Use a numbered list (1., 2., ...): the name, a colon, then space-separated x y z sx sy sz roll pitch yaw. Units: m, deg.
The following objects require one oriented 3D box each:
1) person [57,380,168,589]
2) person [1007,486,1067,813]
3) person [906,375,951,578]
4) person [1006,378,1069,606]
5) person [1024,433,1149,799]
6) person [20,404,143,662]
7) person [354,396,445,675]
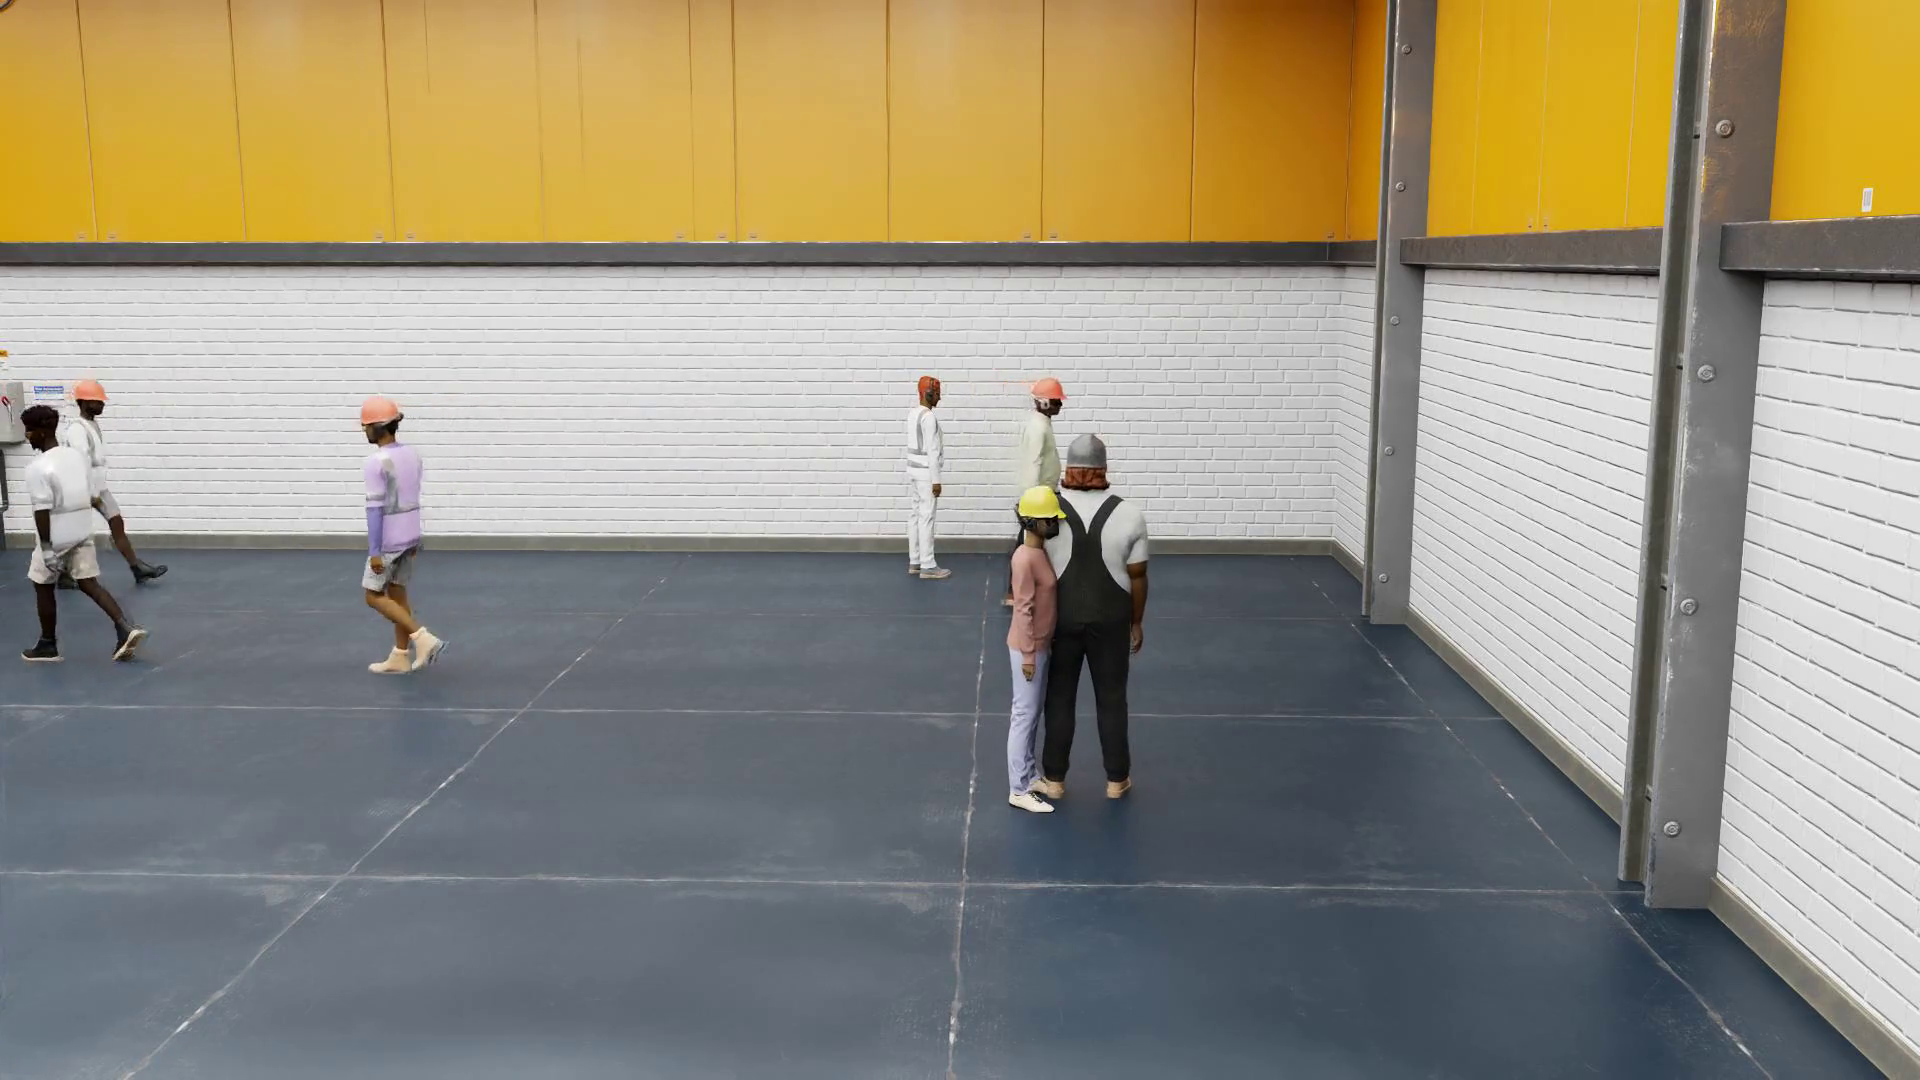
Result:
1. person: -7.723 -0.488 14.947 0.959 1.887 0.574 -1 10 -8
2. person: 0.420 0.582 9.038 0.311 1.768 0.531 2 10 14
3. person: -0.314 -0.591 15.550 0.353 1.887 0.573 -4 10 -22
4. person: 0.812 -0.391 14.133 0.913 1.957 0.634 0 10 2
5. person: 0.691 0.413 9.222 0.687 2.000 0.536 0 10 2
6. person: -6.520 -0.039 12.197 0.888 1.934 0.610 3 10 15
7. person: -3.963 -0.008 11.753 0.557 2.027 0.607 2 10 14
